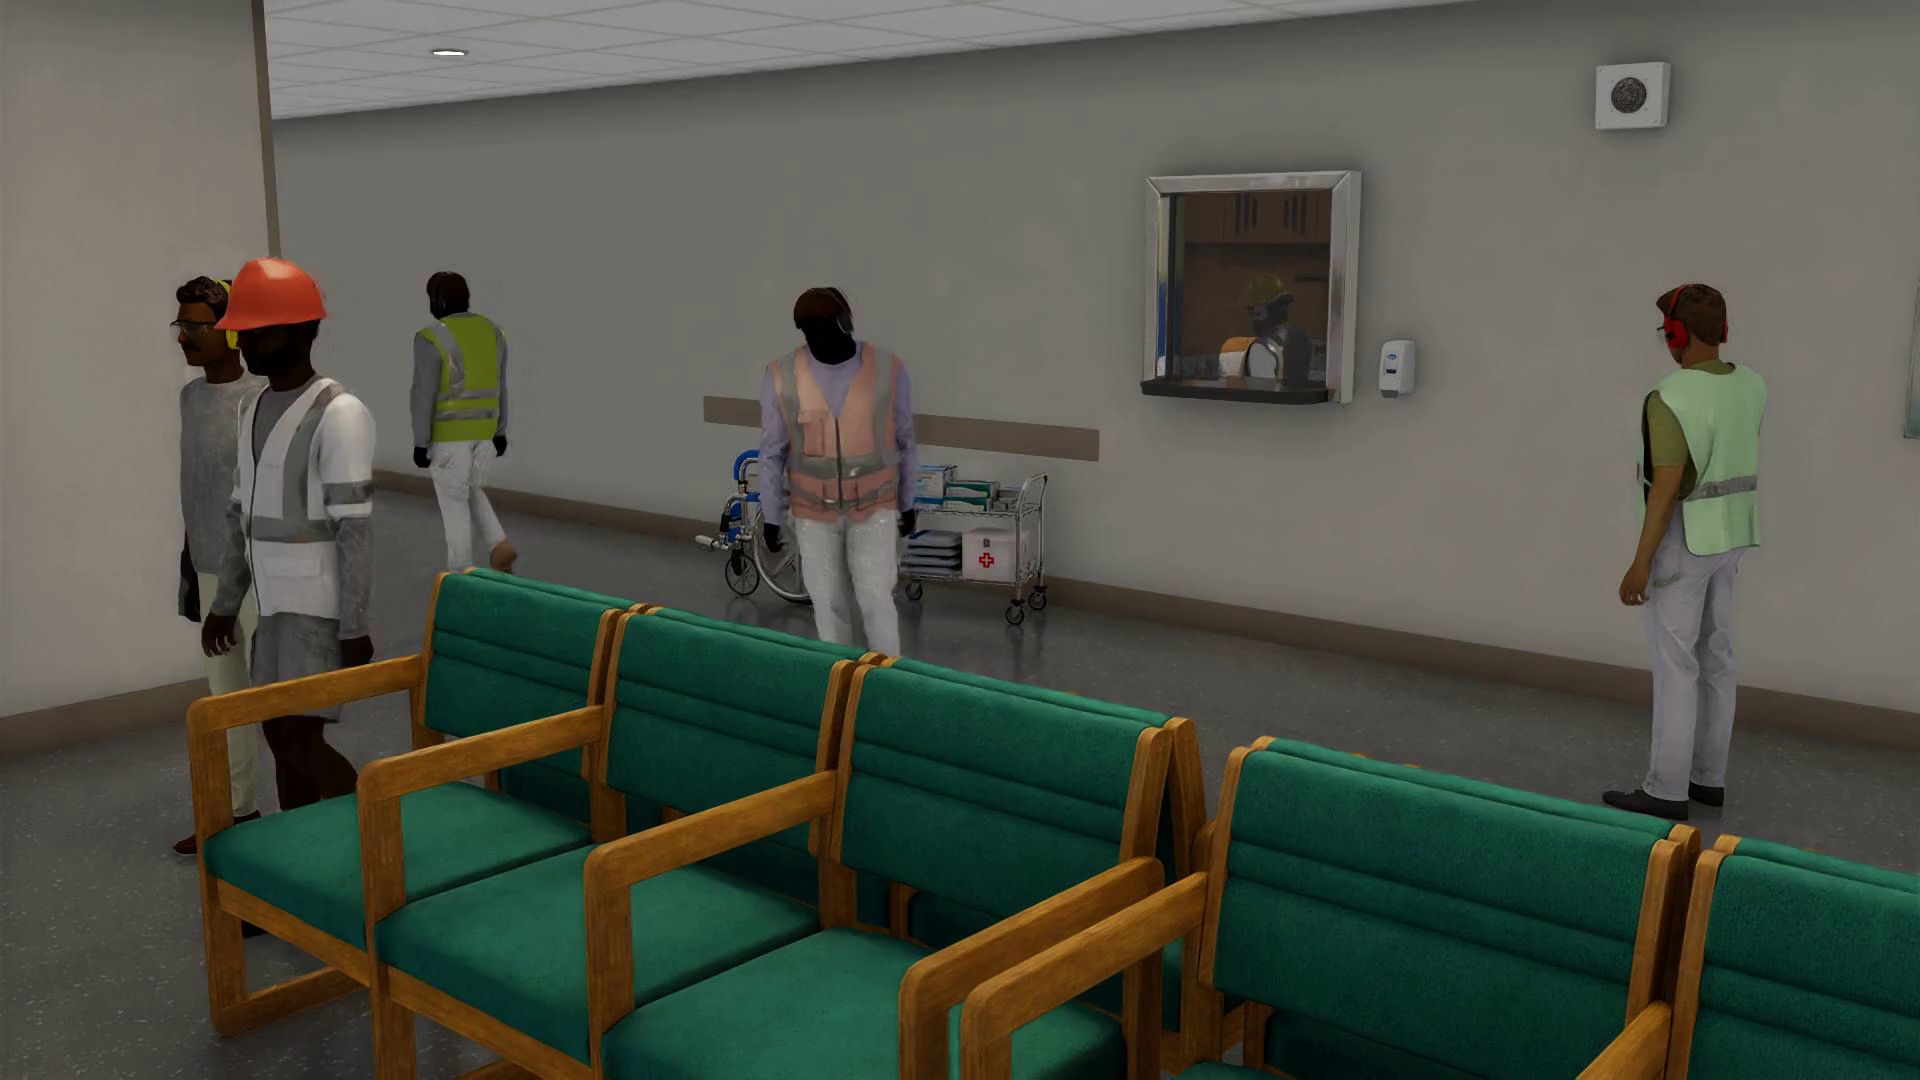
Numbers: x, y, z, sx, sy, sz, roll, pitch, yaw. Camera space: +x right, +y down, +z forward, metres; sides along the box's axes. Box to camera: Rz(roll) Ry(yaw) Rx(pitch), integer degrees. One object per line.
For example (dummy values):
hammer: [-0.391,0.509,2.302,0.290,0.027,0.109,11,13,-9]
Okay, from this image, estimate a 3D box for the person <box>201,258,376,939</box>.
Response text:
person: [-1.903,0.176,4.721,0.564,1.932,0.411,9,13,40]

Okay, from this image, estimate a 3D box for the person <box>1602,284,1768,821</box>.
person: [2.513,0.050,5.709,0.563,1.837,0.388,-7,12,-33]

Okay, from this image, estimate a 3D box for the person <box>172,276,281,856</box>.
person: [-2.302,0.109,5.279,0.514,1.873,0.329,5,11,26]

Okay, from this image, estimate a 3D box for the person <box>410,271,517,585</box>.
person: [-2.839,-0.601,9.430,0.445,1.829,0.651,5,11,27]

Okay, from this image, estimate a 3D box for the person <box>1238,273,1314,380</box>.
person: [1.693,-0.547,9.147,0.403,1.823,0.586,7,12,34]

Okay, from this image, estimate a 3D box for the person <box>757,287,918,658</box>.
person: [-0.501,-0.135,6.858,0.645,1.805,0.508,0,10,0]
